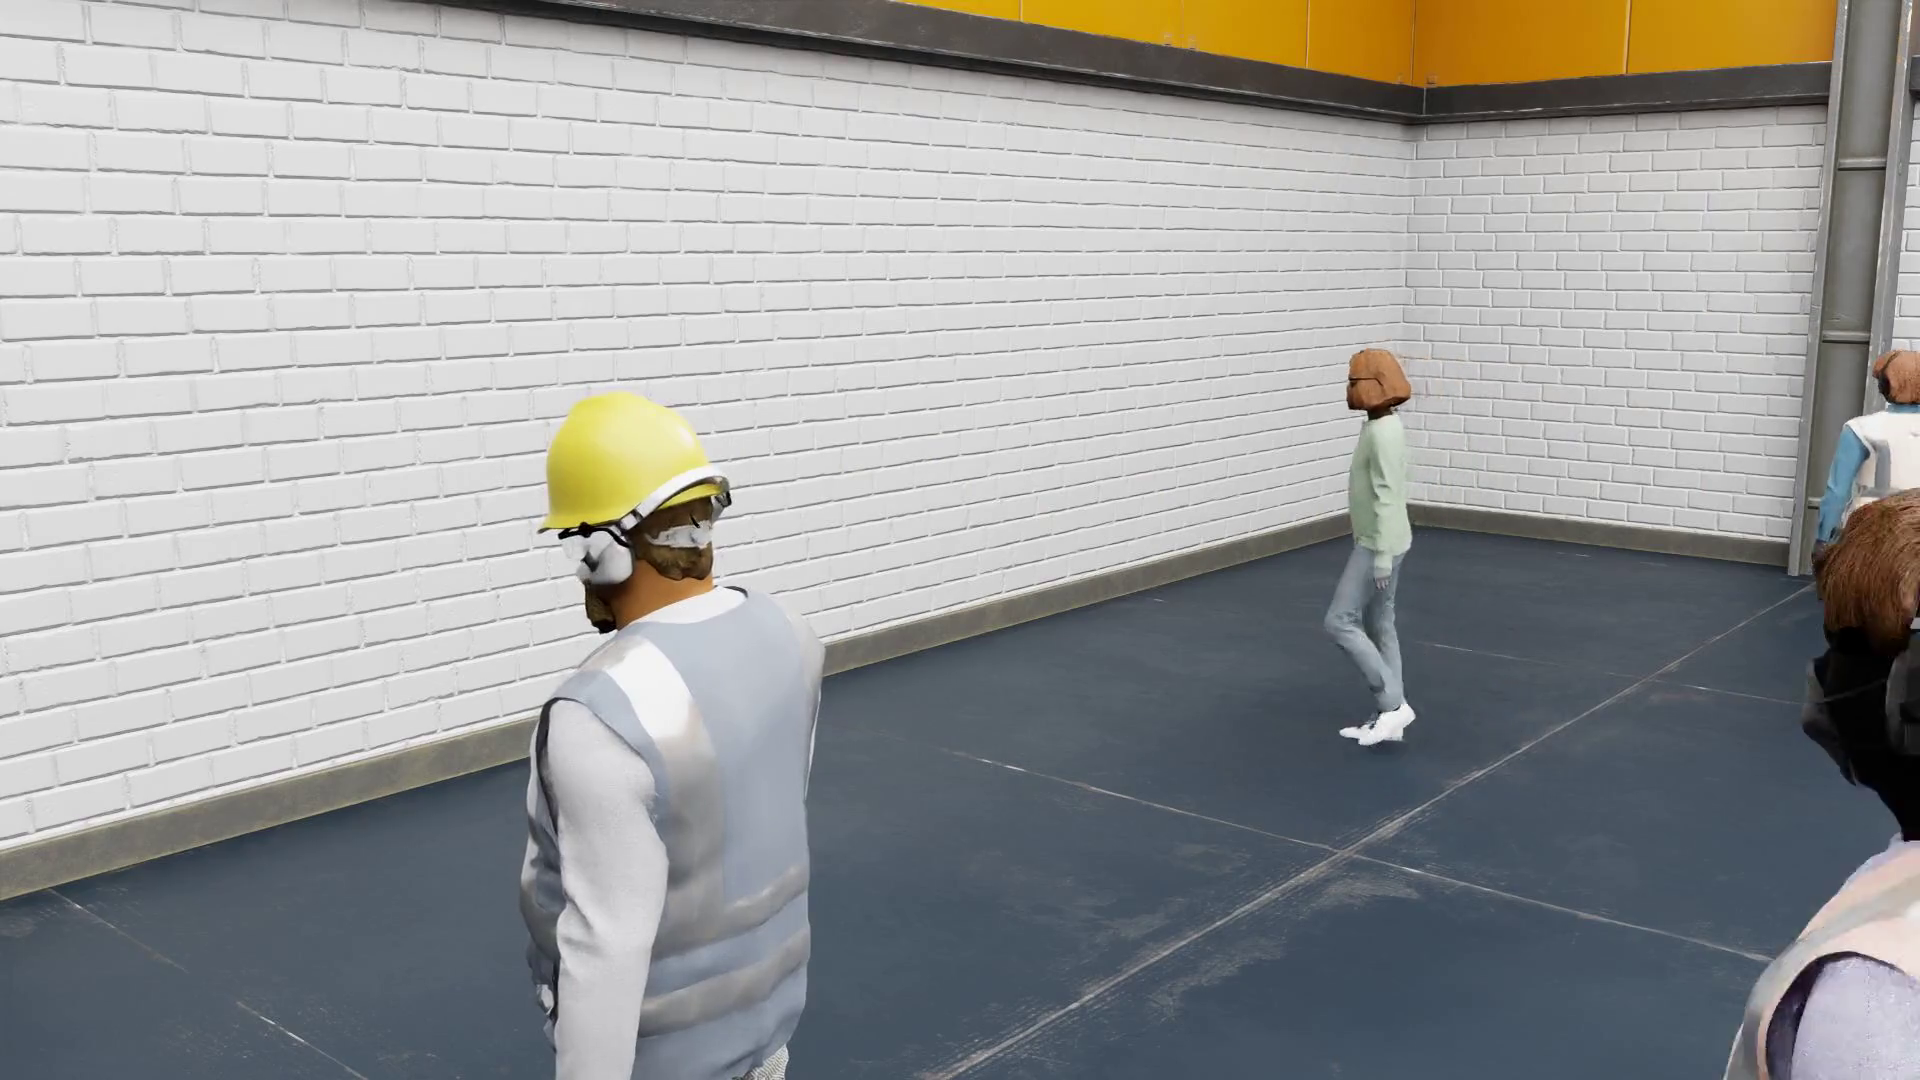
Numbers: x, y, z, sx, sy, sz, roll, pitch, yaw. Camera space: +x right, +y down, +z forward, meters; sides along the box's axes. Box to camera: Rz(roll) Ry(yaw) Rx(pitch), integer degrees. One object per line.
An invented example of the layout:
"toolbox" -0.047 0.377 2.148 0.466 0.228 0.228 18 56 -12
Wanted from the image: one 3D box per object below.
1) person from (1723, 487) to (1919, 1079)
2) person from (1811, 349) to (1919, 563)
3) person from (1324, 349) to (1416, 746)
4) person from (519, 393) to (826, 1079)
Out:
"person" 0.858 0.860 1.512 0.437 1.829 0.626 10 14 44
"person" 3.864 0.000 7.018 0.541 1.591 0.831 -1 10 -3
"person" 1.668 0.045 6.729 0.374 1.624 0.515 3 10 15
"person" -0.429 0.697 2.439 0.403 1.822 0.588 4 11 21
